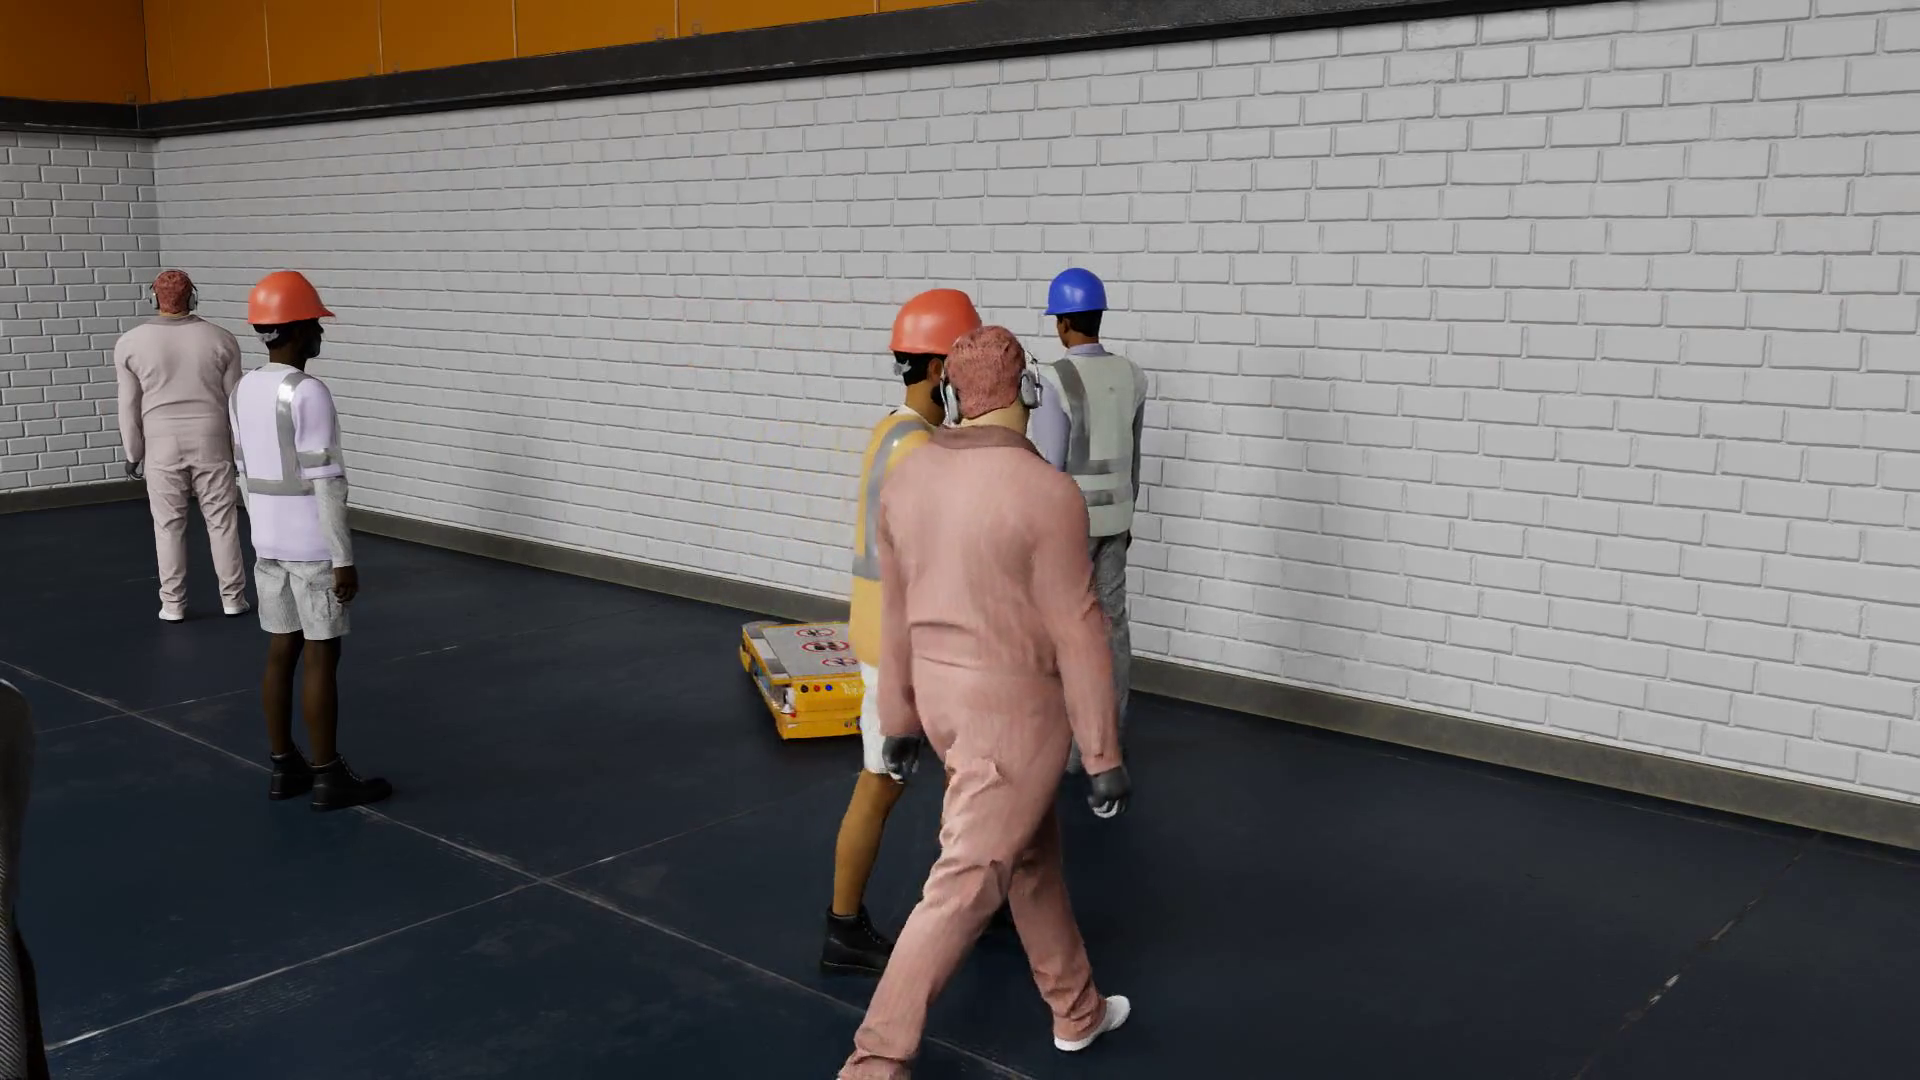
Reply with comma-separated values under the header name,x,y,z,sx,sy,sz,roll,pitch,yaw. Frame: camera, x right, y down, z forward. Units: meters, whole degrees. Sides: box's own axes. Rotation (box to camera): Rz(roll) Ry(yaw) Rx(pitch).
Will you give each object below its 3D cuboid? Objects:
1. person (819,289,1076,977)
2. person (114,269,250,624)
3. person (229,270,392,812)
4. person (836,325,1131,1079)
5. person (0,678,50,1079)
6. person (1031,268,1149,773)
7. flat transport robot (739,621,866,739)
name,x,y,z,sx,sy,sz,roll,pitch,yaw
person,-0.013,0.281,4.561,0.855,1.902,0.560,0,10,-3
person,-4.192,-0.502,9.018,0.639,1.910,0.407,-5,11,-26
person,-2.365,0.010,6.003,0.544,1.943,0.347,7,12,35
person,0.053,0.428,3.906,0.992,1.854,0.674,-7,12,-36
person,-1.154,0.785,1.813,0.330,1.866,0.512,3,10,17
person,0.470,-0.074,6.472,0.390,1.944,0.615,10,14,44
flat transport robot,-0.577,0.588,7.468,0.652,0.197,1.431,-3,10,-14
